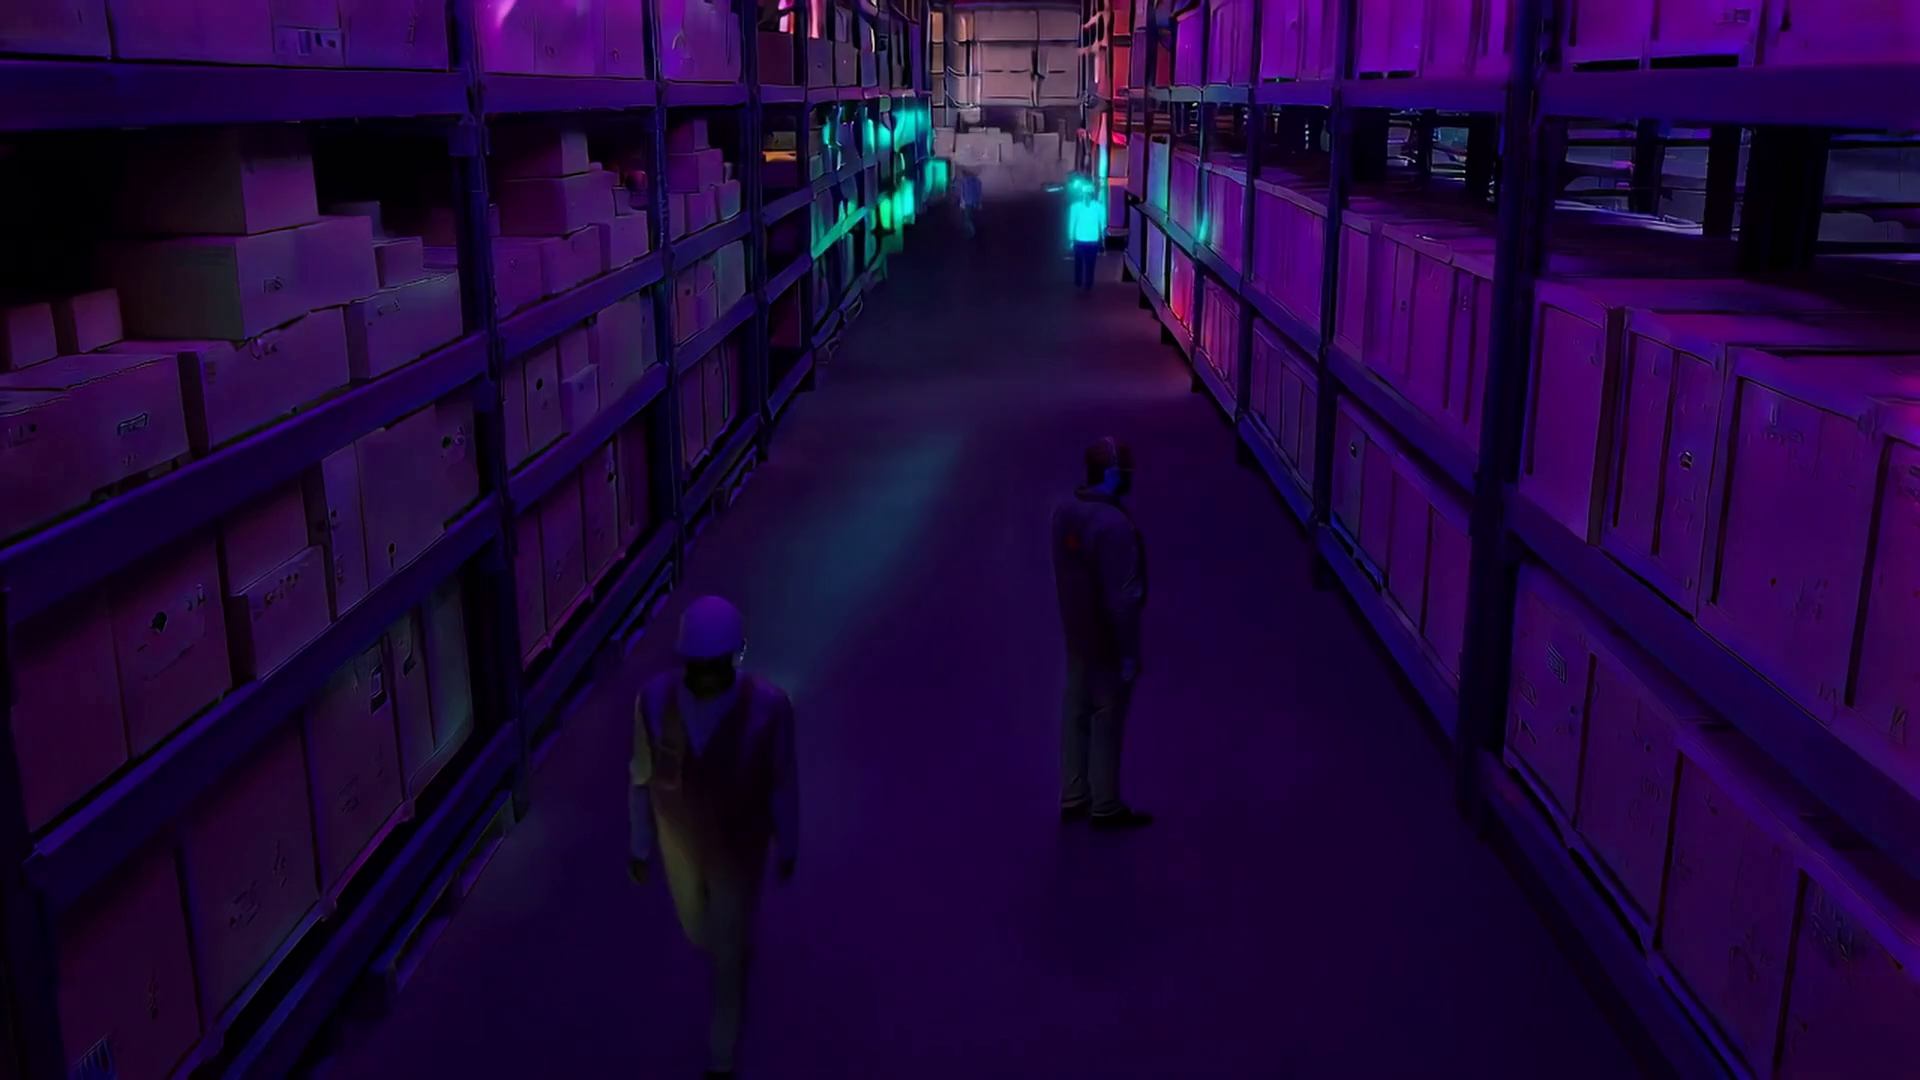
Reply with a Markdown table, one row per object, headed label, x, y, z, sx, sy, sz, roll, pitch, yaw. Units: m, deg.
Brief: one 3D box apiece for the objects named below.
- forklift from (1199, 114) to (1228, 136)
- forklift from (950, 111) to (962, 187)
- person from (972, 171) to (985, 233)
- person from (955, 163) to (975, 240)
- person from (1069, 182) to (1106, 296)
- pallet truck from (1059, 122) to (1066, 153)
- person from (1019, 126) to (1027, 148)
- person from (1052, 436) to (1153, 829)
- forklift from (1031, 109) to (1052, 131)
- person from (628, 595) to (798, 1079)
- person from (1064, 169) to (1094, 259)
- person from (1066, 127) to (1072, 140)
| label | x | y | z | sx | sy | sz | roll | pitch | yaw |
| --- | --- | --- | --- | --- | --- | --- | --- | --- | --- |
| forklift | 8.014 | -12.148 | 52.992 | 1.129 | 2.768 | 1.873 | 0 | 15 | 2 |
| forklift | -0.125 | -14.565 | 61.982 | 1.873 | 2.768 | 1.129 | 0 | 15 | 2 |
| person | 0.372 | -8.335 | 41.203 | 0.564 | 1.609 | 0.592 | 6 | 16 | 21 |
| person | 0.127 | -8.158 | 40.161 | 0.489 | 1.827 | 0.622 | 10 | 18 | 33 |
| person | 2.225 | -5.243 | 29.022 | 0.634 | 1.977 | 0.480 | -1 | 15 | -4 |
| pallet truck | 5.788 | -21.111 | 88.014 | 1.885 | 1.965 | 0.823 | 5 | 16 | 18 |
| person | 3.159 | -19.774 | 83.247 | 0.511 | 1.904 | 0.776 | -2 | 15 | -7 |
| person | 0.701 | 0.441 | 7.998 | 0.409 | 1.907 | 0.650 | -7 | 17 | -25 |
| forklift | 3.436 | -16.837 | 70.436 | 1.129 | 2.768 | 1.873 | 0 | 15 | 2 |
| person | -0.869 | 1.035 | 5.988 | 0.594 | 1.811 | 0.820 | 3 | 15 | 11 |
| person | 2.529 | -6.959 | 35.540 | 0.638 | 1.904 | 0.402 | 8 | 17 | 27 |
| person | 6.095 | -22.055 | 92.214 | 0.432 | 1.623 | 0.538 | -1 | 15 | -5 |
